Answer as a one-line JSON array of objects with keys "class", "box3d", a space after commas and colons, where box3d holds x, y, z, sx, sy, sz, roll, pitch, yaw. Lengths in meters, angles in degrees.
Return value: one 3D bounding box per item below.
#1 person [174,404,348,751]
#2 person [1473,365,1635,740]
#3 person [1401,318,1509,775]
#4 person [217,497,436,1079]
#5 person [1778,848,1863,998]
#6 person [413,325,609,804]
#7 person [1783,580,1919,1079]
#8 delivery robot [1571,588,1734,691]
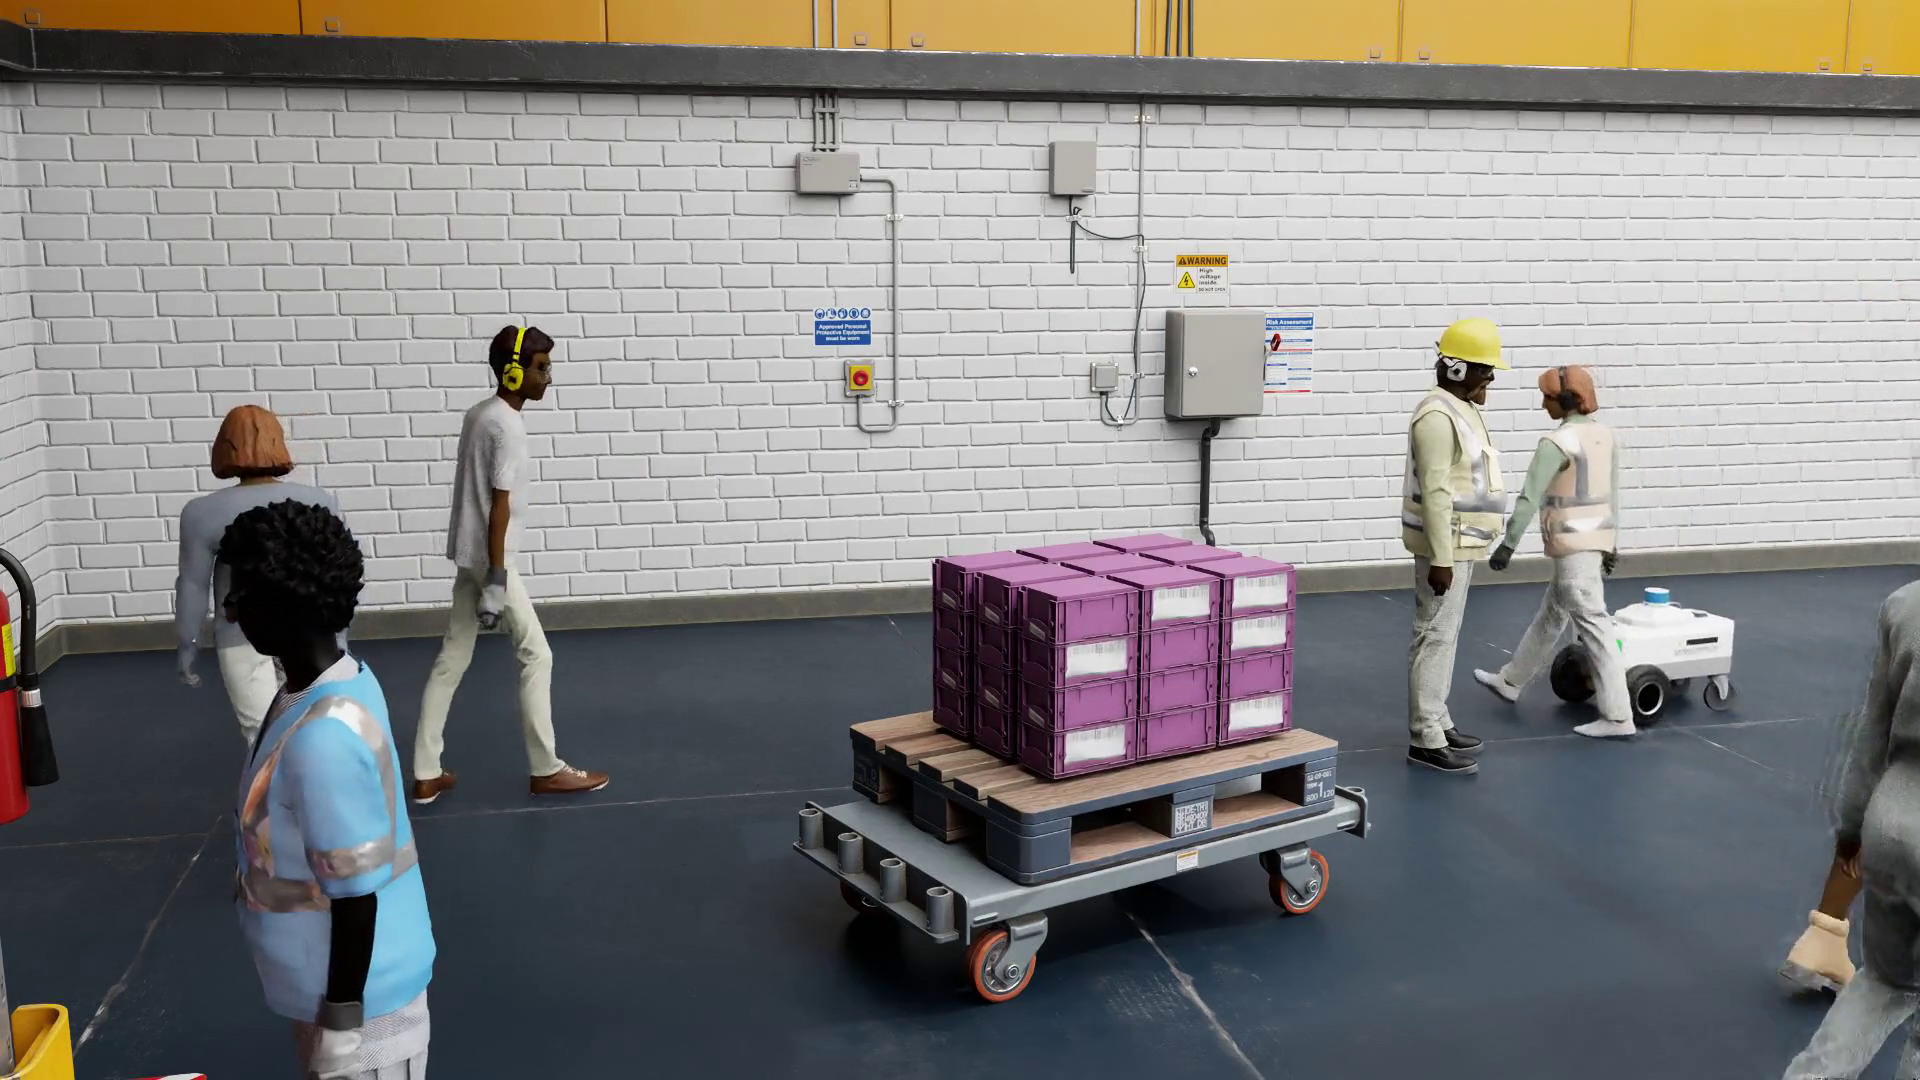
[{"class": "person", "box3d": [-2.355, 0.338, 5.596, 0.520, 1.583, 0.851, -9, 14, -41]}, {"class": "person", "box3d": [2.610, 0.034, 7.261, 0.532, 1.584, 0.884, -9, 14, -42]}, {"class": "person", "box3d": [1.996, 0.017, 6.740, 0.403, 1.823, 0.586, 4, 11, 23]}, {"class": "person", "box3d": [-1.092, 0.766, 2.932, 0.321, 1.699, 0.535, -4, 11, -21]}, {"class": "person", "box3d": [2.805, 0.335, 4.558, 1.080, 1.992, 0.606, -3, 11, -17]}, {"class": "person", "box3d": [-1.772, 0.107, 6.306, 0.713, 1.819, 0.553, -7, 12, -33]}, {"class": "person", "box3d": [2.039, 0.661, 3.455, 0.518, 1.715, 0.511, -3, 11, -17]}, {"class": "delivery robot", "box3d": [3.141, 0.460, 7.537, 0.707, 0.478, 0.477, -4, 11, -20]}]
